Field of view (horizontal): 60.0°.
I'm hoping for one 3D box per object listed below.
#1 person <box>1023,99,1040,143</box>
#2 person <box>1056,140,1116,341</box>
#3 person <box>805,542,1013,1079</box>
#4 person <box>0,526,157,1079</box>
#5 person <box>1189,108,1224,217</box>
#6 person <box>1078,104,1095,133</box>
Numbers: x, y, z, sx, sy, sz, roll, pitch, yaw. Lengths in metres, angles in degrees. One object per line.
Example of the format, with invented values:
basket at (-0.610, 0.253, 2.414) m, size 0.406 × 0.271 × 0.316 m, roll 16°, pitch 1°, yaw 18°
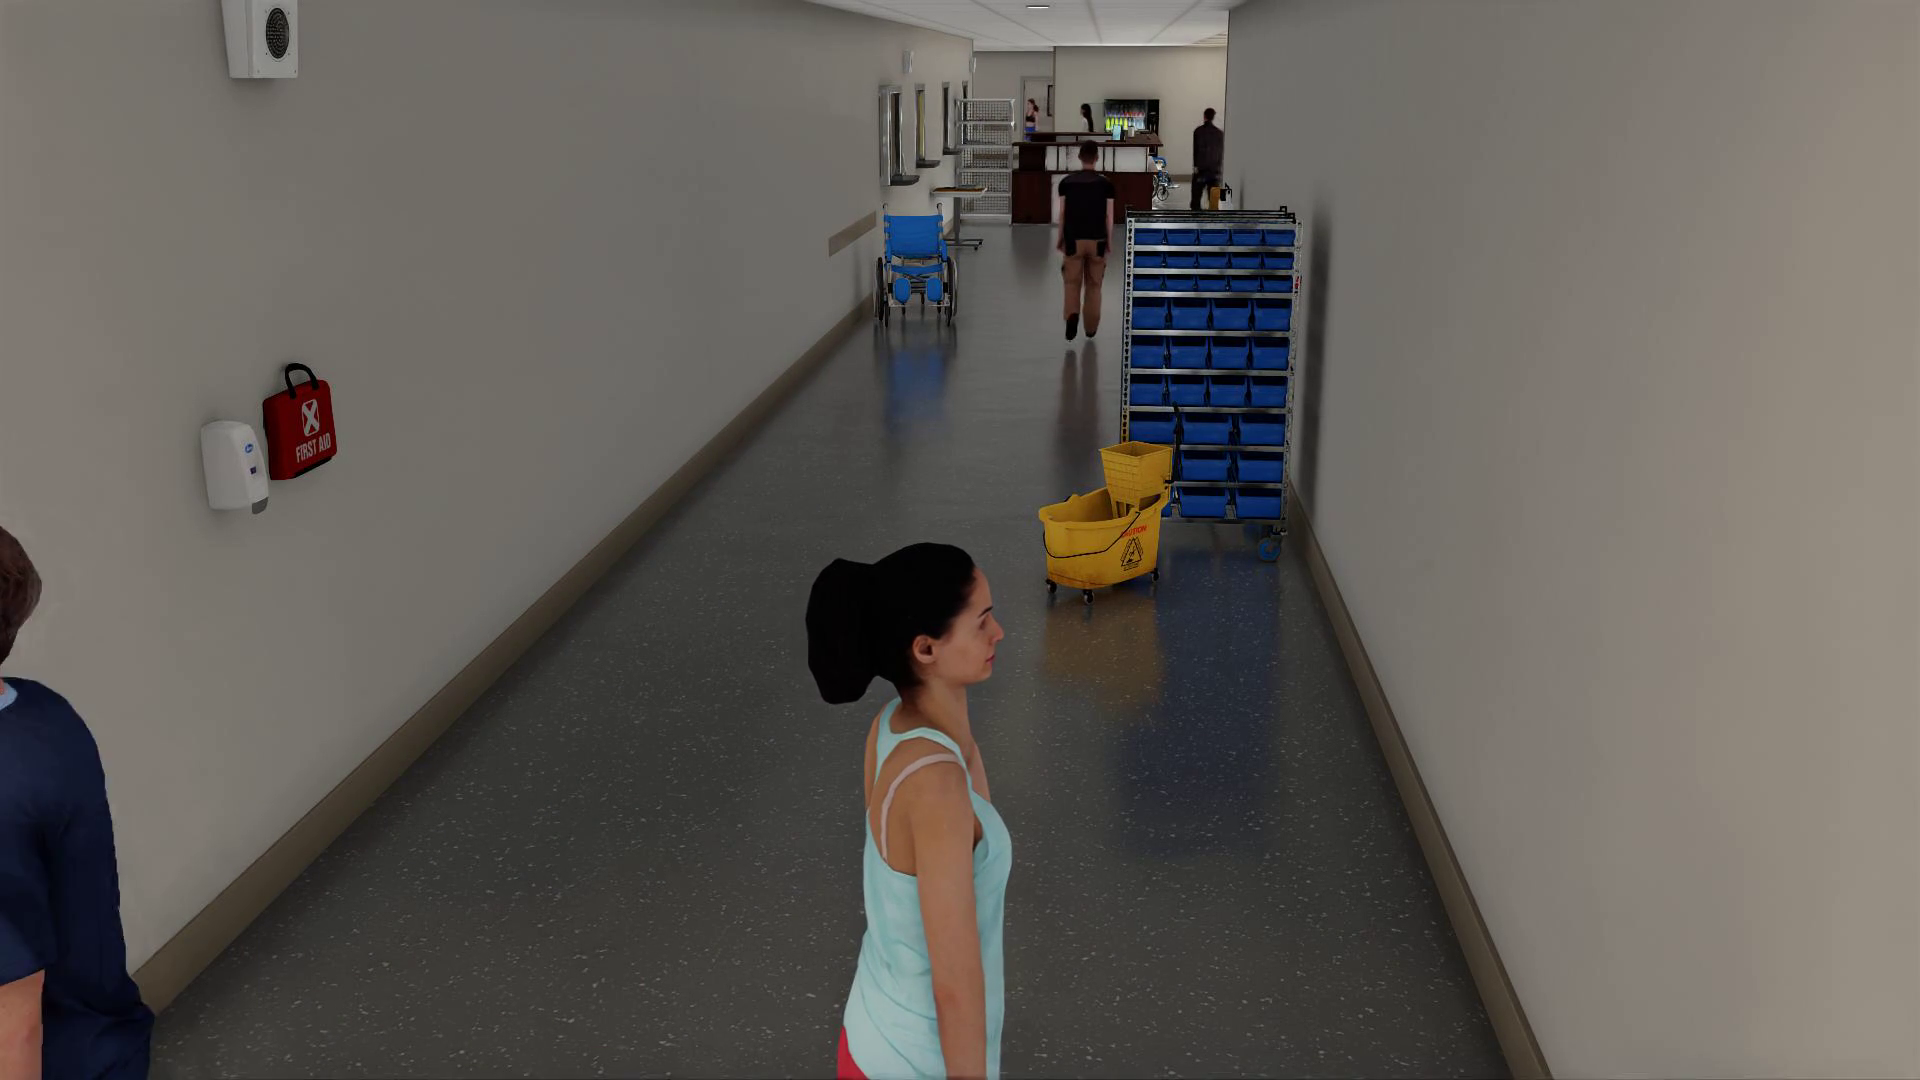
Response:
person at (1.808, -9.972, 41.119) m, size 1.151 × 1.755 × 1.080 m, roll -13°, pitch 20°, yaw -38°
person at (1.136, -2.734, 15.329) m, size 0.963 × 1.818 × 0.748 m, roll 2°, pitch 16°, yaw 7°
person at (-0.047, 0.854, 2.703) m, size 0.651 × 1.764 × 0.649 m, roll -4°, pitch 16°, yaw -13°
person at (-1.343, 0.853, 2.531) m, size 0.875 × 1.860 × 0.882 m, roll -11°, pitch 19°, yaw -35°
person at (3.911, -5.801, 26.154) m, size 1.205 × 1.849 × 1.046 m, roll -6°, pitch 17°, yaw -19°
person at (2.643, -7.929, 33.860) m, size 1.267 × 1.762 × 0.863 m, roll 6°, pitch 17°, yaw 22°
